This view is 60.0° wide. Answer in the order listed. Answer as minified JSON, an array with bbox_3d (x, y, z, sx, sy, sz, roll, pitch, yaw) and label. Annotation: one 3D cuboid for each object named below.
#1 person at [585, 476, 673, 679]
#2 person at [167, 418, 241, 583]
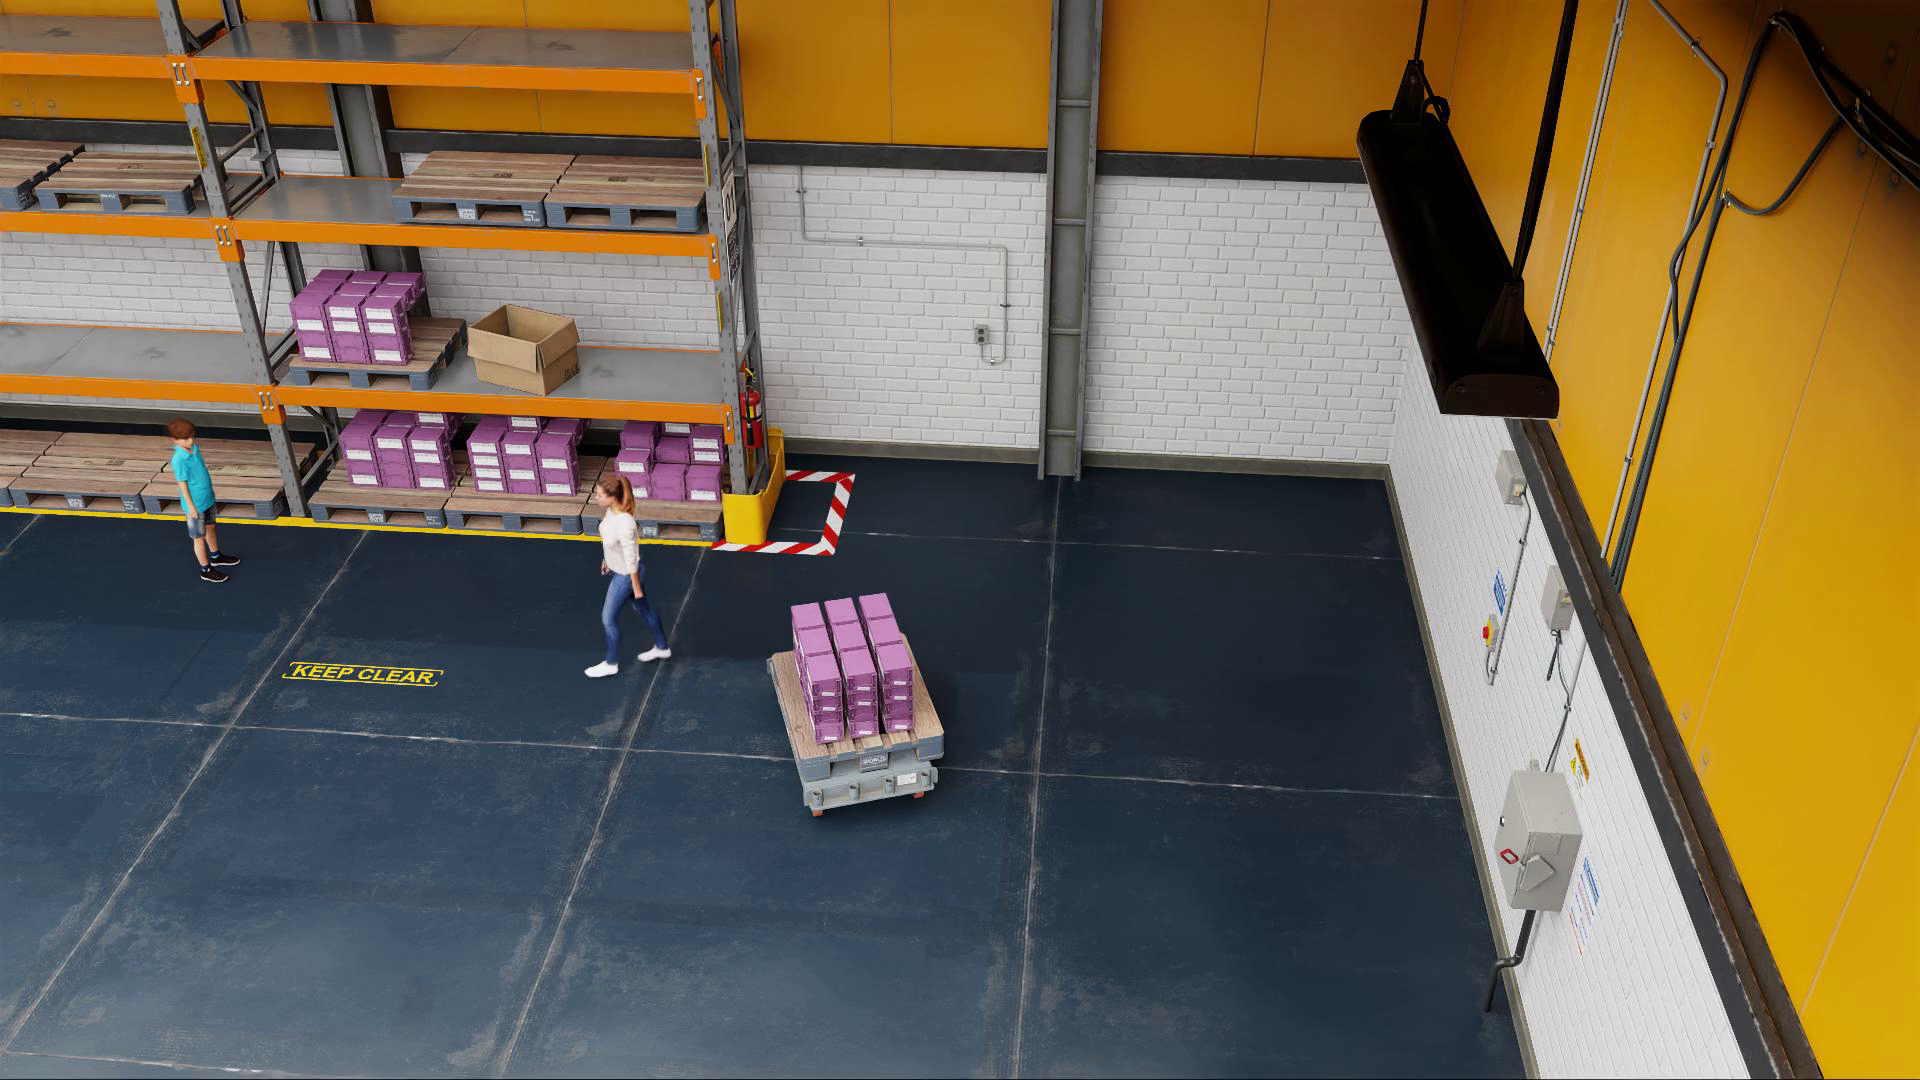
[{"bbox_3d":[-2.417,0.250,12.521,0.978,1.694,0.782,-6,34,-10],"label":"person"},{"bbox_3d":[-6.270,-0.355,13.653,0.475,1.448,0.515,3,34,4],"label":"person"}]
